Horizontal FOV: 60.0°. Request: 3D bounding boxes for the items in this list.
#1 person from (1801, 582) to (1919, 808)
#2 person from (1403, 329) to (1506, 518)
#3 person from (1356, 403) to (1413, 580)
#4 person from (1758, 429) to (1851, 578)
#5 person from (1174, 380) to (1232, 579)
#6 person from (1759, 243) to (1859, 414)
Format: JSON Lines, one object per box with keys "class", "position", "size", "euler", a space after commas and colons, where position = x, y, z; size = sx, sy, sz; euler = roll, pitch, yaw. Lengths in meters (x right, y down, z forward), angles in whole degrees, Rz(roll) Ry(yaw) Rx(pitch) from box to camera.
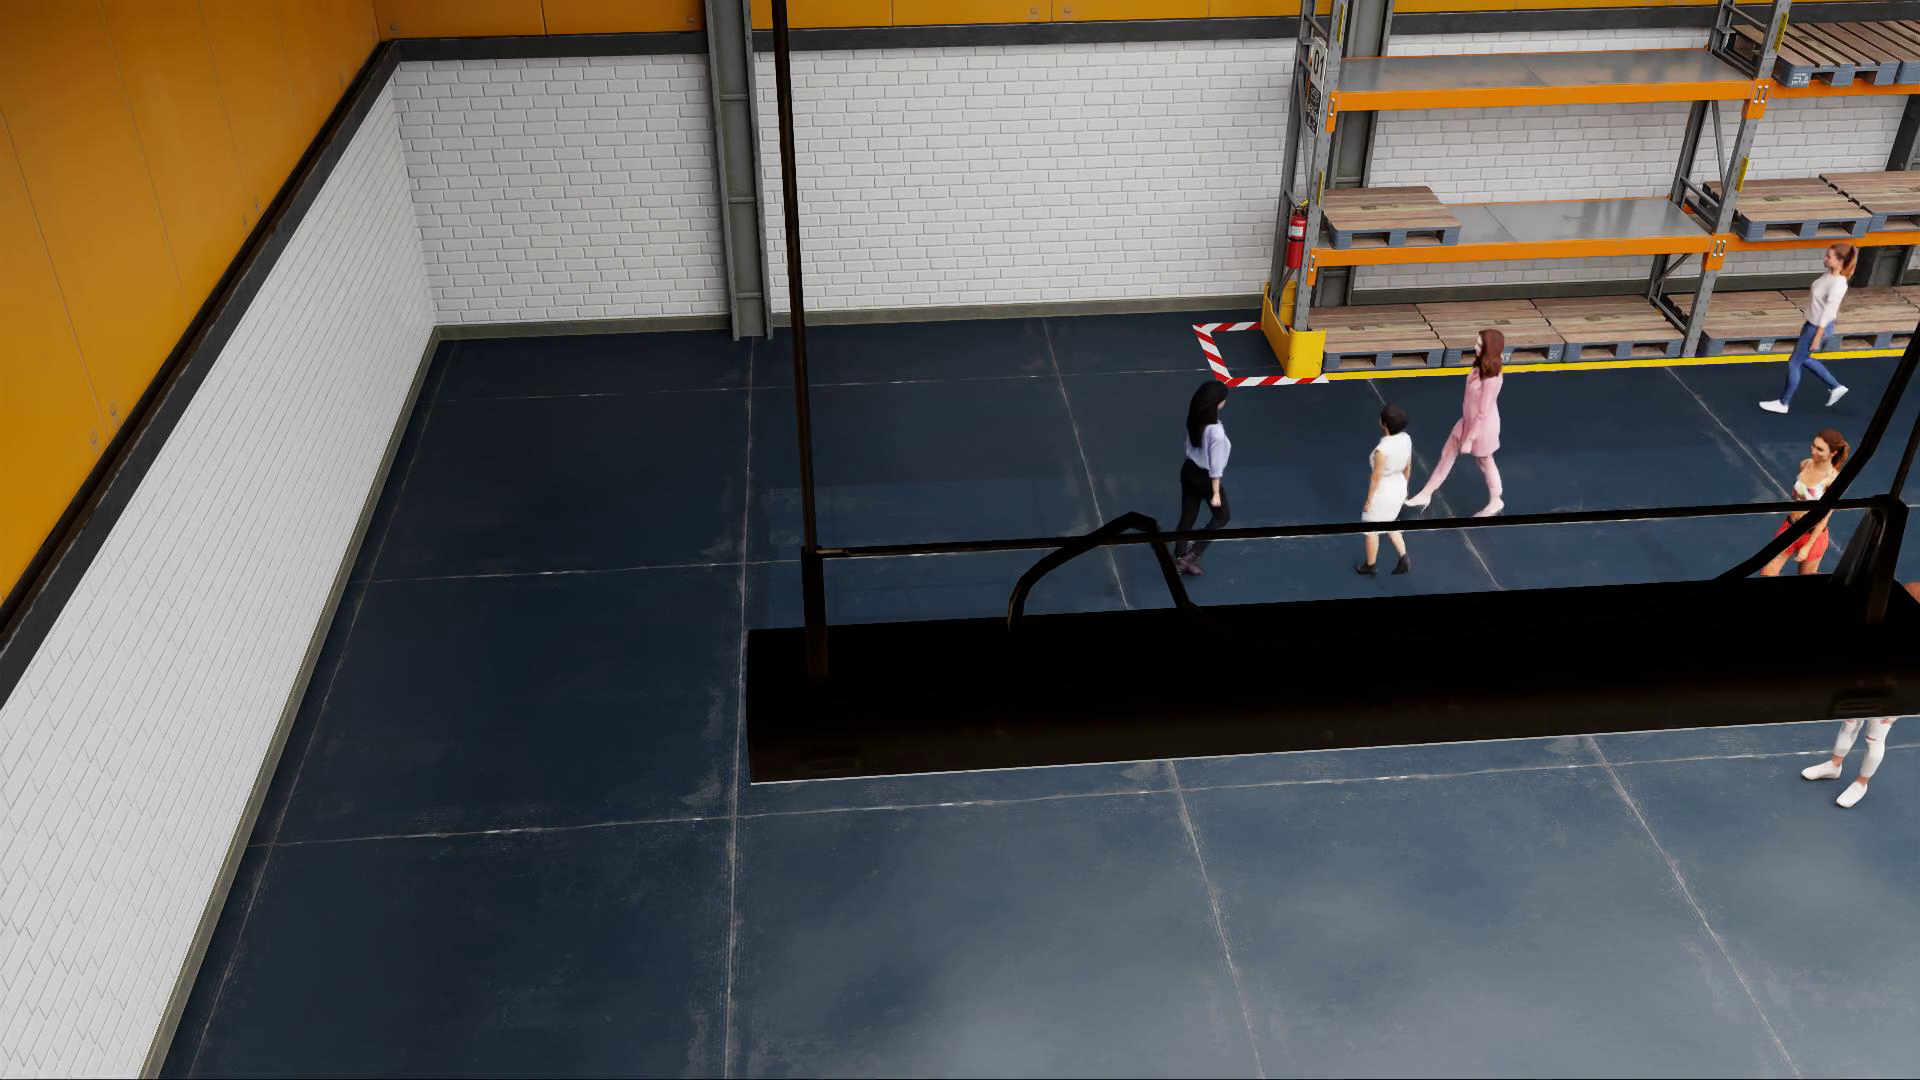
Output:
{"class": "person", "position": [5.987, 0.975, 10.831], "size": [0.624, 1.702, 0.668], "euler": [-13, 36, -18]}
{"class": "person", "position": [4.329, -0.894, 13.592], "size": [1.126, 1.758, 0.706], "euler": [1, 34, 1]}
{"class": "person", "position": [3.371, -0.315, 12.919], "size": [0.792, 1.538, 0.832], "euler": [-28, 43, -35]}
{"class": "person", "position": [6.298, -0.021, 12.292], "size": [1.228, 1.743, 0.818], "euler": [-12, 36, -18]}
{"class": "person", "position": [1.790, -0.426, 12.910], "size": [0.751, 1.733, 0.769], "euler": [-15, 36, -21]}
{"class": "person", "position": [7.883, -1.906, 15.161], "size": [1.042, 1.707, 0.883], "euler": [13, 36, 19]}
